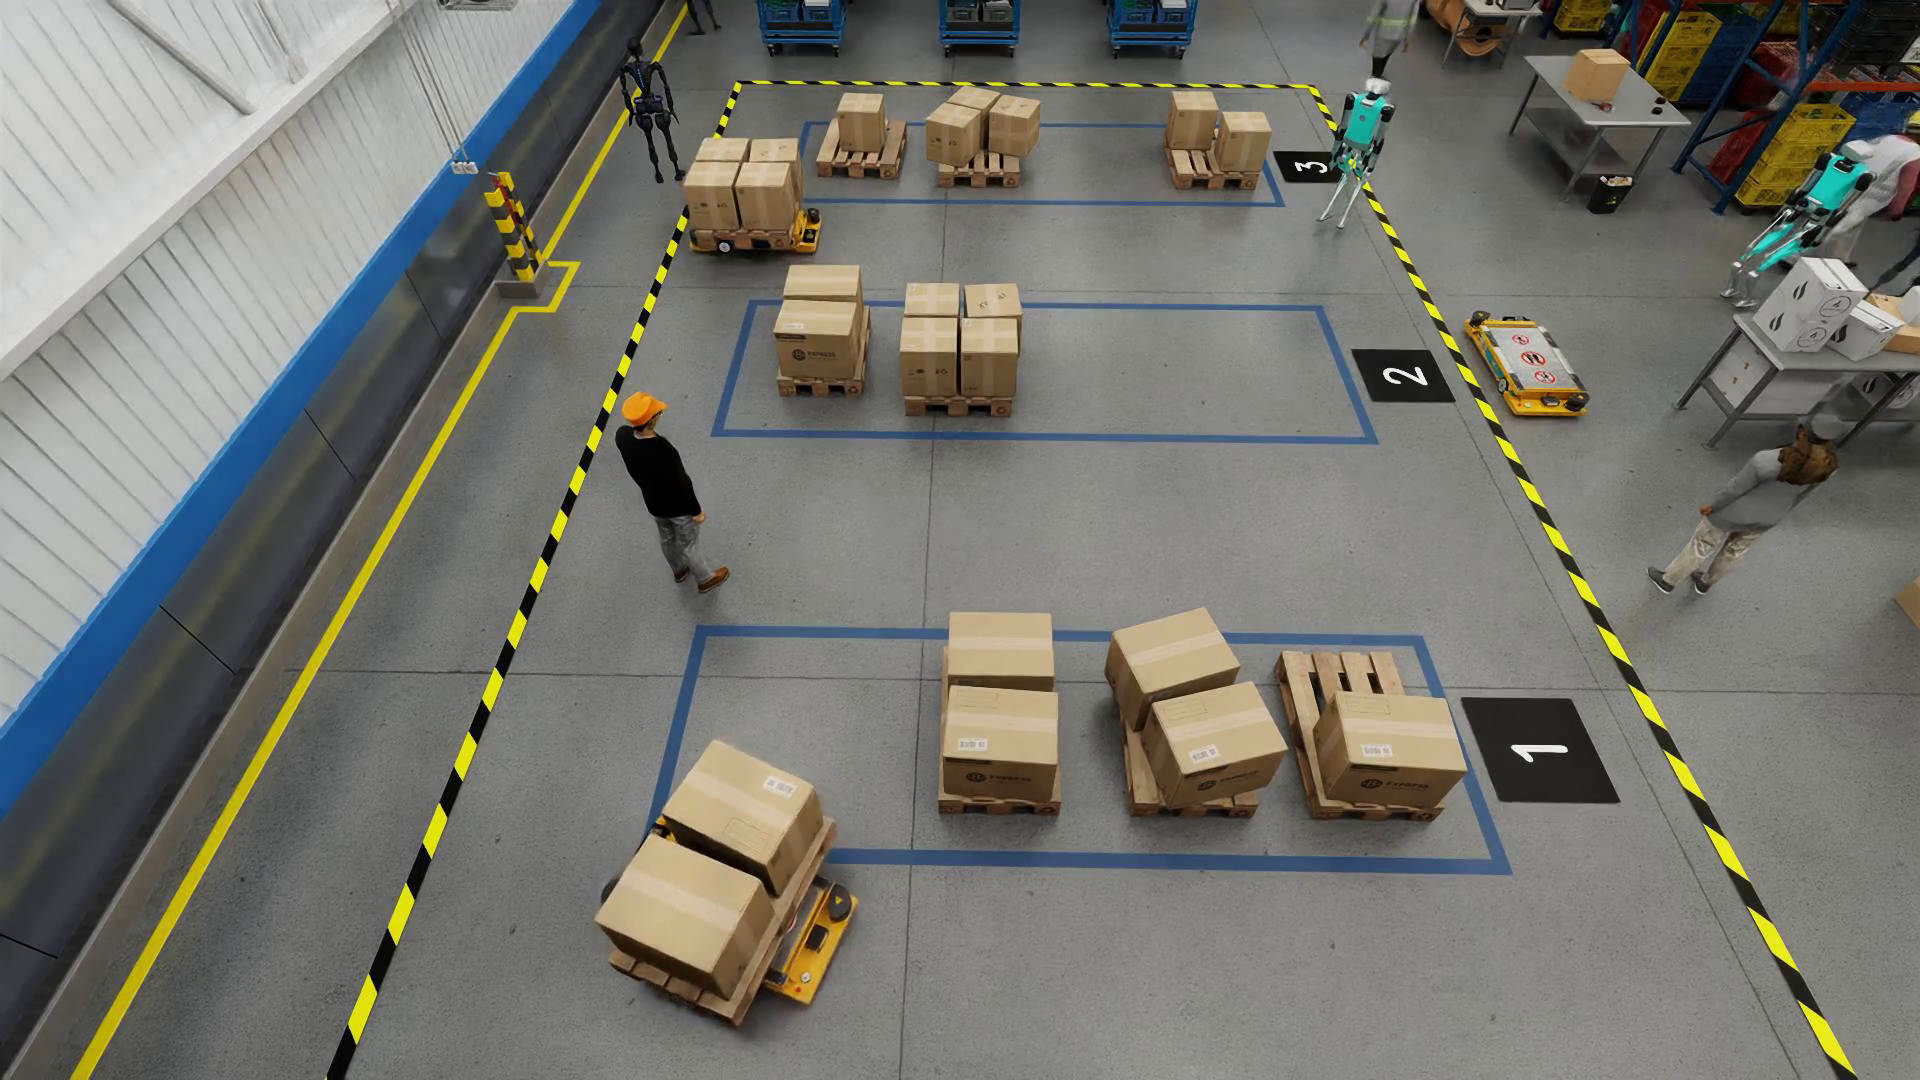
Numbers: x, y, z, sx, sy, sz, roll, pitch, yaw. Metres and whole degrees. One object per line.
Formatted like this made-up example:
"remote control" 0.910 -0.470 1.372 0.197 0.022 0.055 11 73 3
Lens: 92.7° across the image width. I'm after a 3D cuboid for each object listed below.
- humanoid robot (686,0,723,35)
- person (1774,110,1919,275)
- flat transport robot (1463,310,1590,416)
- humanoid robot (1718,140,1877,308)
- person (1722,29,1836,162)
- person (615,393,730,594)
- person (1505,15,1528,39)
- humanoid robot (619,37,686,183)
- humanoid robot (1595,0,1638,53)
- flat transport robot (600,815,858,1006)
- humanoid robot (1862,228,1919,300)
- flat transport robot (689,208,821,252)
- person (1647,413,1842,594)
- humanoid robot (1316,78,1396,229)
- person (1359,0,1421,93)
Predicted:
"humanoid robot" -4.126 -8.689 14.128 0.604 1.645 0.479 -36 58 -27
"person" 9.555 -3.633 9.683 0.961 1.772 0.601 4 49 4
"flat transport robot" 5.573 -1.757 9.054 0.659 0.231 1.431 1 49 1
"humanoid robot" 8.274 -3.104 9.179 0.707 1.693 0.530 -16 51 -13
"person" 10.305 -5.604 11.251 0.789 2.001 0.357 -10 50 -8
"person" -2.129 -0.311 6.736 0.584 1.884 0.373 25 54 20
"person" 8.742 -8.817 14.162 0.624 1.796 0.875 -14 51 -12
"humanoid robot" -3.738 -5.178 11.075 0.599 1.655 0.315 -7 49 -6
"humanoid robot" 9.898 -7.901 13.442 0.887 1.837 0.564 23 53 18
"flat transport robot" -1.416 2.212 5.600 1.431 0.197 0.652 17 51 14
"humanoid robot" 10.013 -3.088 9.309 0.686 1.643 0.617 1 49 0
"flat transport robot" -2.368 -3.613 10.642 1.431 0.197 0.652 1 49 1
"person" 5.781 -0.216 6.727 0.574 1.767 0.398 3 49 3
"humanoid robot" 4.483 -4.353 10.241 0.533 1.677 0.735 33 57 25
"person" 5.772 -6.883 12.475 0.614 1.796 0.989 0 49 0
